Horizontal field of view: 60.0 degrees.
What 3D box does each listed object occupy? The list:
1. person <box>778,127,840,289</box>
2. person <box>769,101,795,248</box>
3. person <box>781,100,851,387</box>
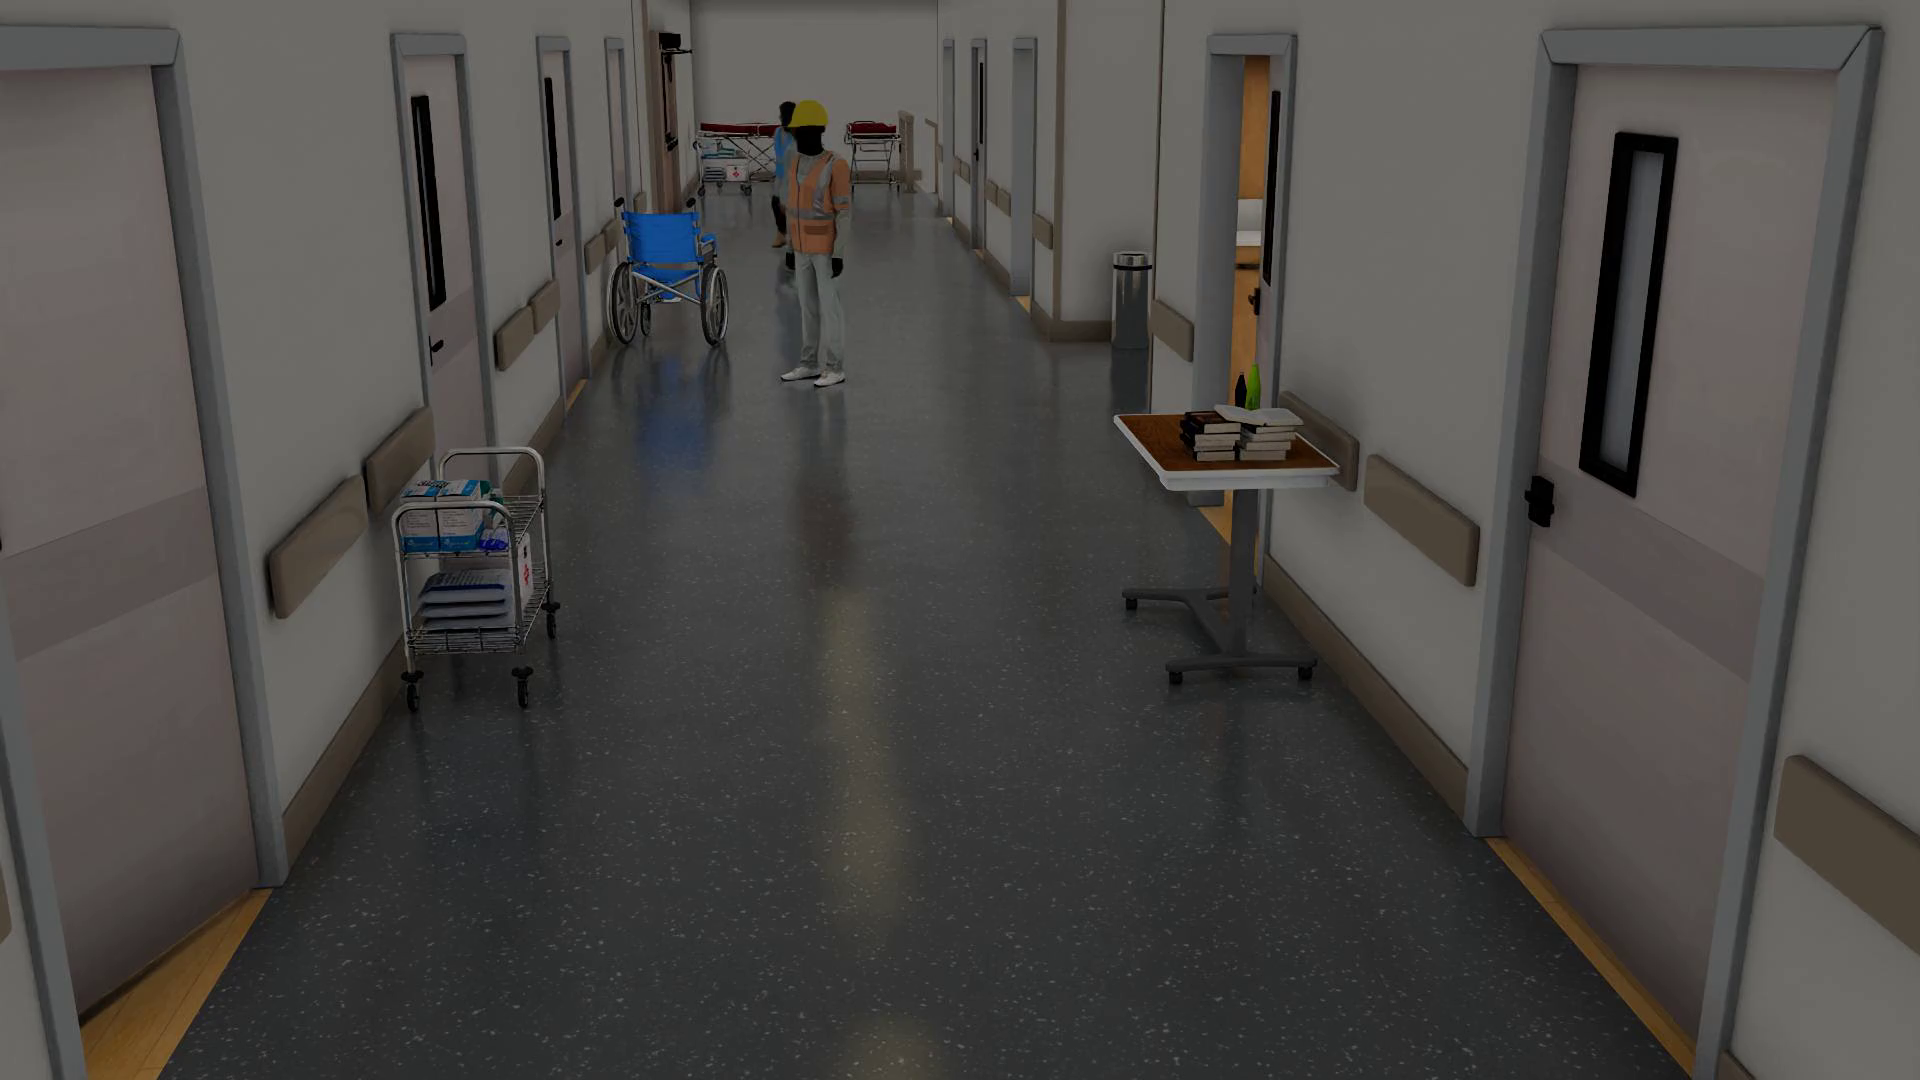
[{"bbox_3d":[-1.395,-3.204,15.728,0.795,1.703,0.510,8,18,24],"label":"person"},{"bbox_3d":[-1.900,-4.099,18.786,0.529,1.664,0.433,11,20,32],"label":"person"},{"bbox_3d":[-0.995,-2.019,11.388,0.585,1.929,0.370,16,23,42],"label":"person"}]
